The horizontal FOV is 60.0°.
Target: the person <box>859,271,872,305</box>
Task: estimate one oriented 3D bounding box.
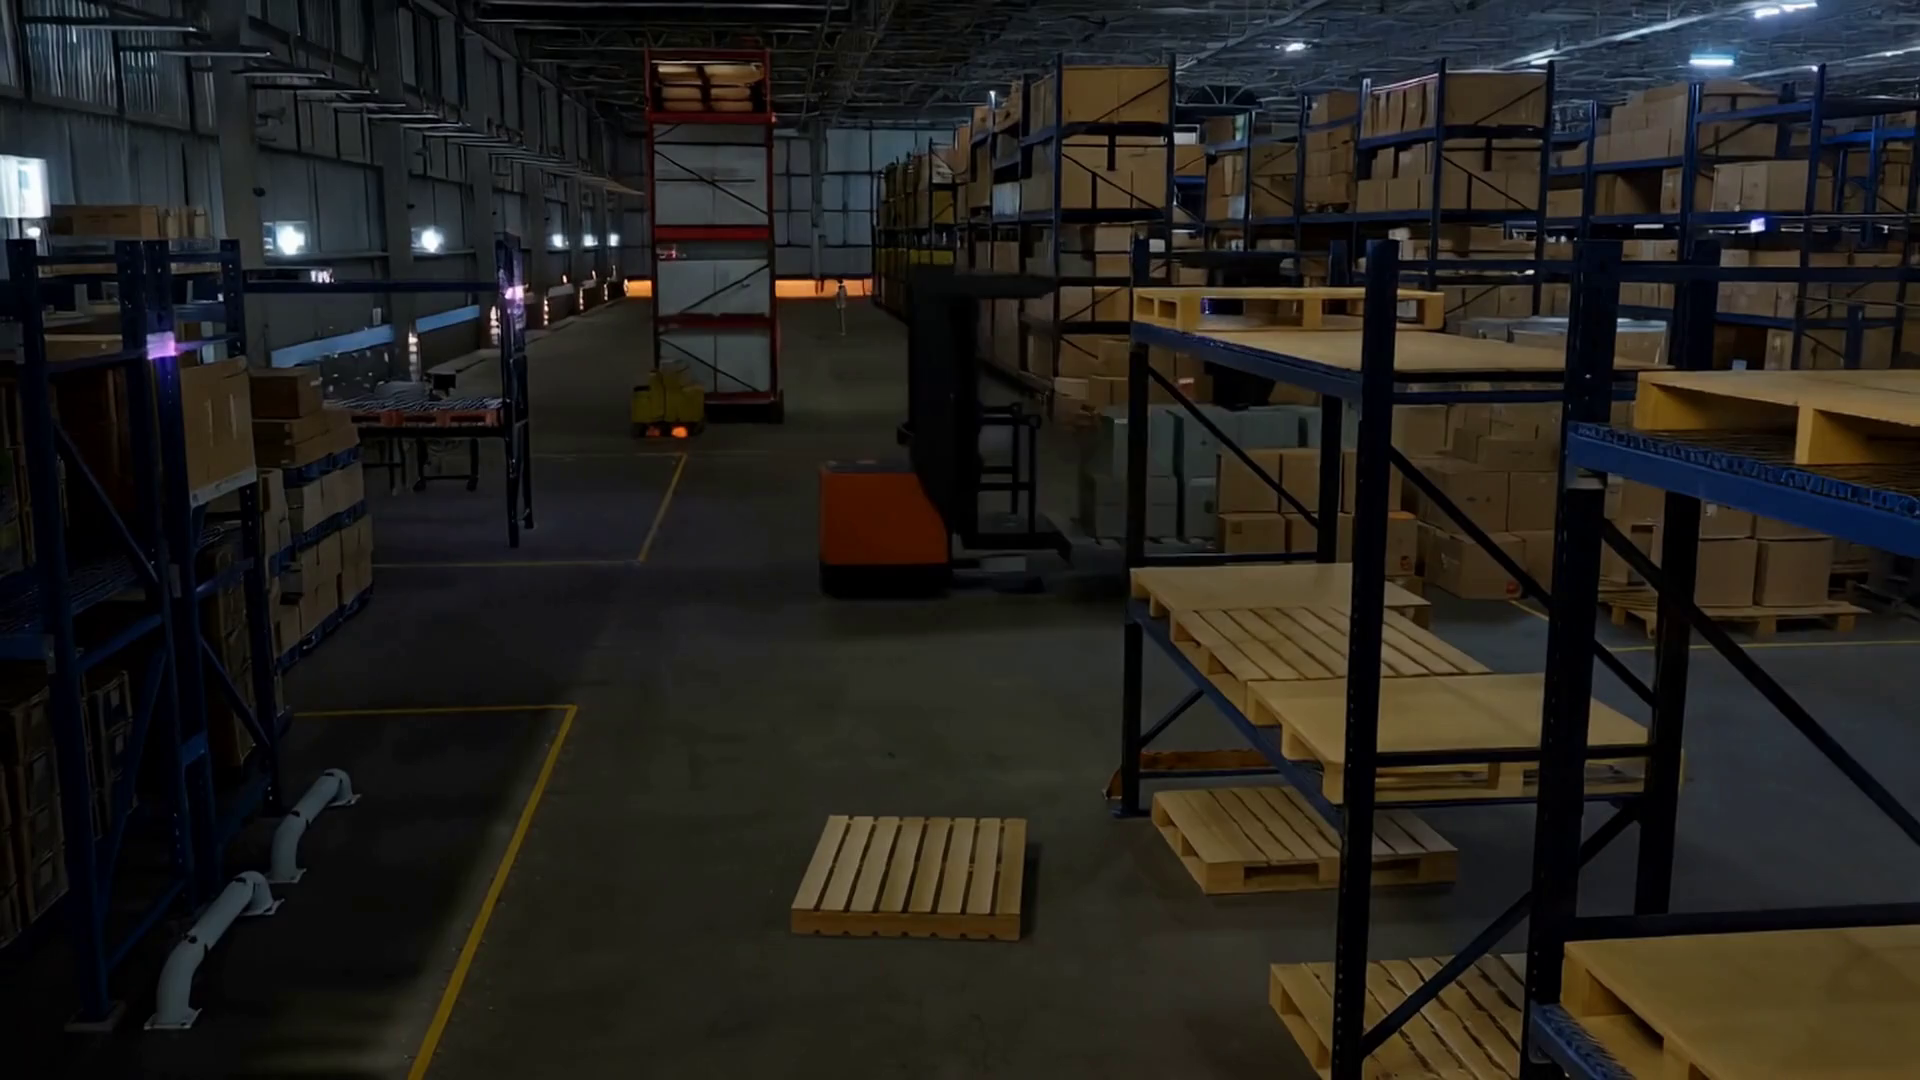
[{"bbox_3d":[-4.361,-11.895,78.378,0.723,1.605,0.540,-4,11,-22],"label":"person"}]

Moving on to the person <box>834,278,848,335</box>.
[{"bbox_3d":[-3.832,-7.524,53.537,0.429,1.836,0.633,-1,10,-3],"label":"person"}]

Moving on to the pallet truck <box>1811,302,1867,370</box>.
[{"bbox_3d":[15.846,-3.142,28.793,1.885,1.965,0.823,2,10,12],"label":"pallet truck"}]

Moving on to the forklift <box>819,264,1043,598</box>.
[{"bbox_3d":[-0.283,-0.979,14.357,1.873,2.768,1.129,-1,10,-6],"label":"forklift"}]

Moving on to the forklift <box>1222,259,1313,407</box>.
[{"bbox_3d":[4.357,-2.896,24.980,1.873,2.768,1.129,-7,13,-36],"label":"forklift"}]
